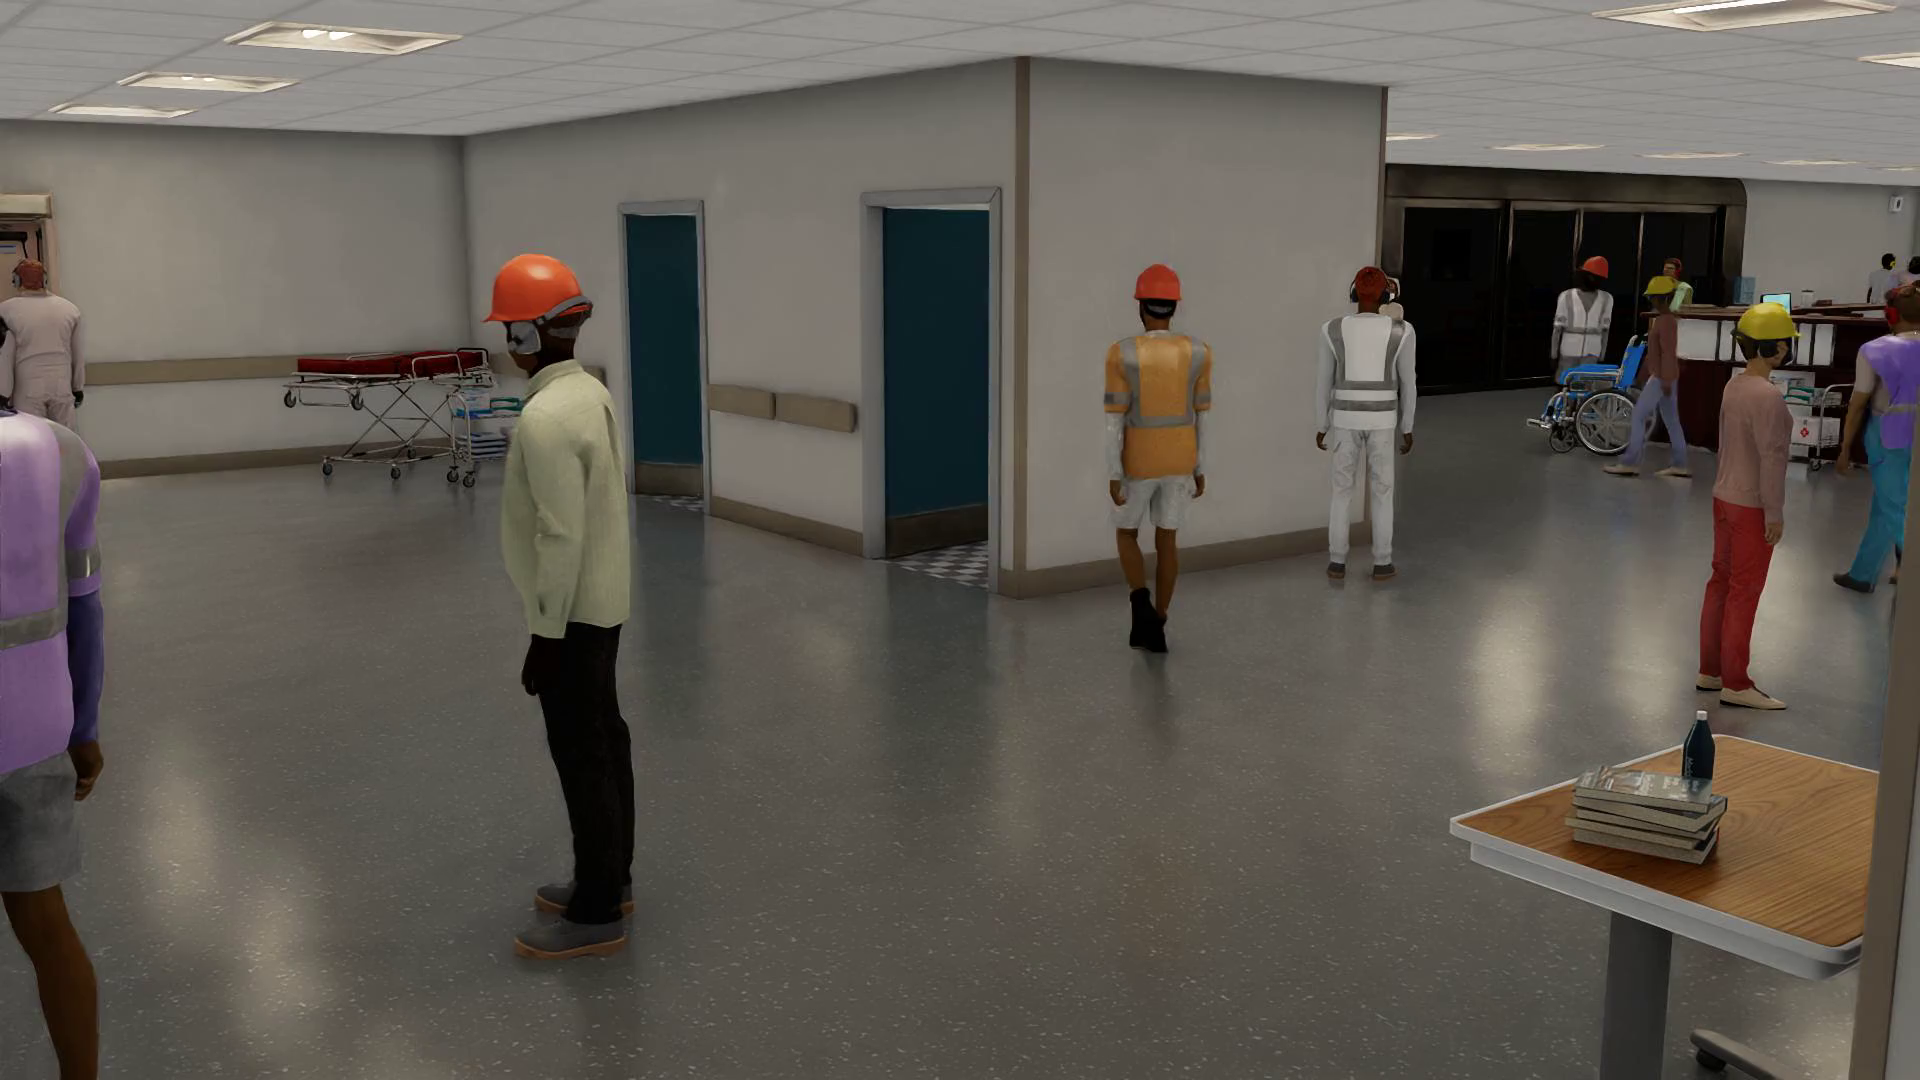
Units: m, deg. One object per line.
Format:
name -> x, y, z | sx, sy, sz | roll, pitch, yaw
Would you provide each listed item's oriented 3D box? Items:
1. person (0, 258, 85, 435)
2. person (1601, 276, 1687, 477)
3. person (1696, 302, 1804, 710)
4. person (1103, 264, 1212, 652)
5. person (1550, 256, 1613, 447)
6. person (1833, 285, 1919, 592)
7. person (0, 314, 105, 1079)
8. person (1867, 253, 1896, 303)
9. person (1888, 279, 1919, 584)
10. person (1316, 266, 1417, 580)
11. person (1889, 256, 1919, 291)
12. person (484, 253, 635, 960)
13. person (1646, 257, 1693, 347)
person -> -6.923, -1.151, 12.507 | 0.409, 1.907, 0.651 | 7, 12, 34
person -> 5.973, -1.403, 14.413 | 0.799, 1.738, 0.541 | 5, 11, 25
person -> 3.475, -0.152, 7.299 | 0.305, 1.772, 0.525 | 1, 10, 4
person -> 0.966, -0.378, 8.133 | 0.552, 1.922, 0.474 | -1, 10, -7
person -> 6.247, -1.909, 16.784 | 0.561, 1.899, 0.761 | 2, 10, 10
person -> 5.269, -0.519, 9.296 | 0.557, 1.796, 0.973 | -2, 10, -9
person -> -2.047, 0.409, 3.430 | 0.404, 2.030, 0.619 | 3, 11, 19
person -> 15.609, -3.918, 28.175 | 0.336, 1.854, 0.523 | -8, 13, -37
person -> 5.703, -0.628, 9.824 | 0.541, 1.819, 0.527 | 10, 14, 44
person -> 2.435, -0.692, 10.002 | 0.584, 1.882, 0.346 | 3, 11, 16
person -> 15.637, -3.766, 27.435 | 0.666, 1.815, 0.455 | -1, 10, -5
person -> -1.129, 0.194, 4.732 | 0.392, 1.991, 0.612 | 0, 10, 0
person -> 8.578, -2.484, 20.135 | 0.390, 1.850, 0.565 | -5, 11, -28
